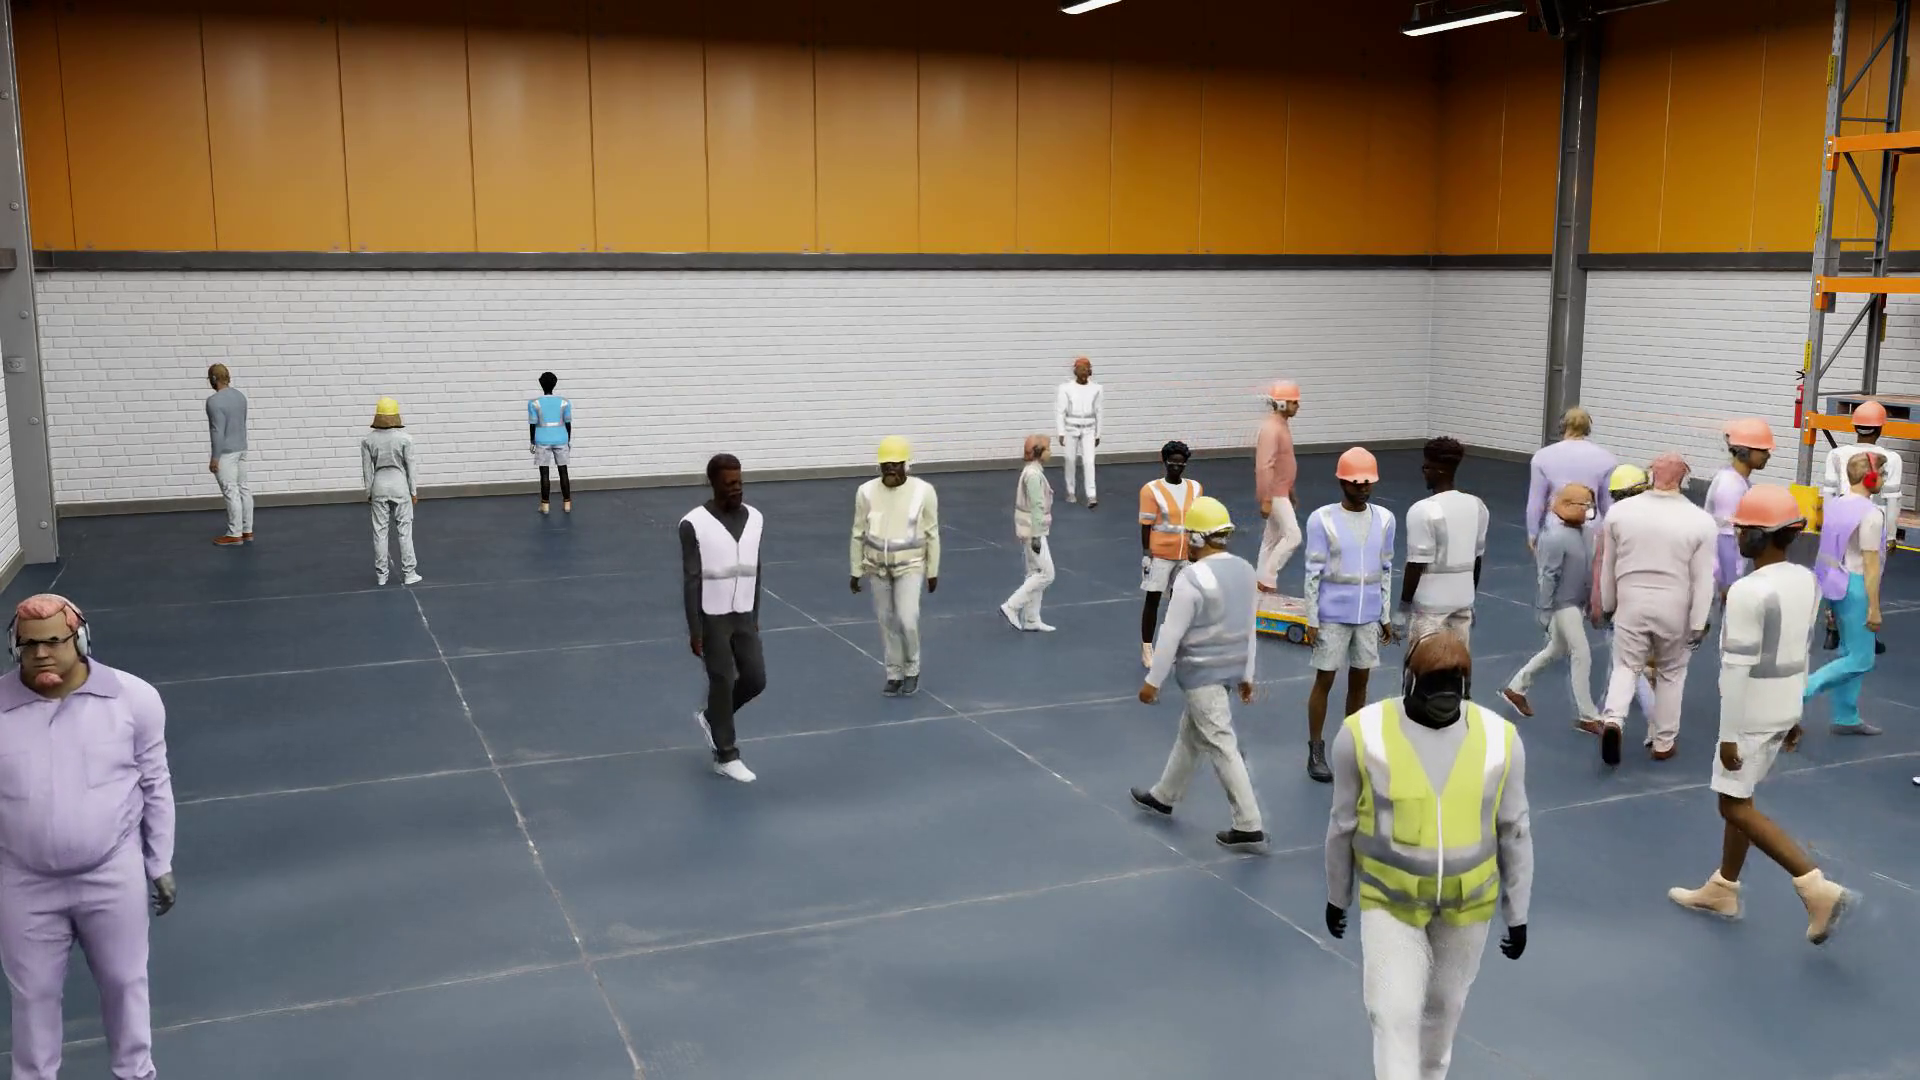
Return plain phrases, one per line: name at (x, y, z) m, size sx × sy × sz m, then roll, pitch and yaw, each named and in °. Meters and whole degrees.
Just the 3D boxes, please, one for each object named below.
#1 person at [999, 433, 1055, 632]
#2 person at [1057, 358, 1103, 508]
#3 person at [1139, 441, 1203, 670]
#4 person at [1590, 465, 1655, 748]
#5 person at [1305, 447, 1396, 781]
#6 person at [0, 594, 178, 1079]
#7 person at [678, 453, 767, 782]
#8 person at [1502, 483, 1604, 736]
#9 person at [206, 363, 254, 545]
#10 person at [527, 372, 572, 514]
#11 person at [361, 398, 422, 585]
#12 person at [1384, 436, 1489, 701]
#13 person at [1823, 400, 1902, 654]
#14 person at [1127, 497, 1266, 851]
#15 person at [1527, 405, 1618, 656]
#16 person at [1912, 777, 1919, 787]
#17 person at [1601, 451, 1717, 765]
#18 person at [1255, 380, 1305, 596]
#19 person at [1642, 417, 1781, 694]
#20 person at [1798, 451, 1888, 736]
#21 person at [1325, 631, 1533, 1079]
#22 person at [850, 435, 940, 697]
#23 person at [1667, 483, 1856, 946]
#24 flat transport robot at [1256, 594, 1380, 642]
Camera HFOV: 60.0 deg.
person at (0.585, -0.044, 13.342) m, size 0.398 × 1.622 × 0.540 m, roll 0°, pitch 9°, yaw 1°
person at (1.484, -1.320, 20.510) m, size 0.582 × 1.829 × 1.005 m, roll -1°, pitch 9°, yaw -5°
person at (1.551, 0.106, 12.237) m, size 0.536 × 1.695 × 0.321 m, roll -4°, pitch 10°, yaw -25°
person at (4.213, 0.396, 10.379) m, size 0.541 × 1.729 × 0.842 m, roll -3°, pitch 10°, yaw -20°
person at (2.251, 0.426, 9.569) m, size 0.548 × 1.936 × 0.378 m, roll -2°, pitch 10°, yaw -12°
person at (-2.946, 1.113, 5.507) m, size 0.652 × 1.906 × 0.403 m, roll -4°, pitch 10°, yaw -25°
person at (-1.383, 0.435, 9.623) m, size 0.512 × 1.902 × 0.596 m, roll 9°, pitch 13°, yaw 43°
person at (3.868, 0.412, 10.678) m, size 0.810 × 1.597 × 0.508 m, roll 9°, pitch 13°, yaw 44°
person at (-7.773, -0.907, 17.664) m, size 0.376 × 1.934 × 0.629 m, roll 1°, pitch 9°, yaw 5°
person at (-4.903, -1.162, 19.923) m, size 0.536 × 1.697 × 0.322 m, roll -4°, pitch 10°, yaw -25°
person at (-5.291, -0.452, 15.481) m, size 0.488 × 1.744 × 0.295 m, roll -1°, pitch 9°, yaw -6°
person at (2.818, 0.367, 9.868) m, size 0.684 × 1.962 × 0.370 m, roll -6°, pitch 11°, yaw -32°
person at (6.884, -0.094, 12.710) m, size 0.353 × 1.942 × 0.546 m, roll -9°, pitch 13°, yaw -43°
person at (1.239, 0.670, 8.562) m, size 0.936 × 1.782 × 0.604 m, roll 8°, pitch 12°, yaw 41°
person at (4.604, -0.055, 12.526) m, size 0.644 × 1.920 × 0.519 m, roll 2°, pitch 10°, yaw 11°
person at (5.938, 0.471, 9.476) m, size 0.971 × 1.888 × 0.598 m, roll -1°, pitch 9°, yaw -9°
person at (4.082, 0.418, 9.800) m, size 0.652 × 1.880 × 0.713 m, roll 6°, pitch 11°, yaw 33°
person at (2.781, -0.407, 14.516) m, size 0.464 × 1.977 × 0.621 m, roll 2°, pitch 10°, yaw 14°
person at (4.943, 0.172, 10.975) m, size 0.983 × 2.001 × 0.631 m, roll 6°, pitch 11°, yaw 31°
person at (5.491, 0.353, 10.355) m, size 0.629 × 1.824 × 0.581 m, roll 1°, pitch 9°, yaw 6°
person at (1.535, 1.182, 5.434) m, size 0.647 × 1.801 × 0.874 m, roll 1°, pitch 9°, yaw 4°
person at (-0.461, 0.190, 11.366) m, size 0.609 × 1.814 × 0.465 m, roll 3°, pitch 10°, yaw 16°
person at (3.560, 0.766, 7.272) m, size 0.611 × 2.022 × 0.800 m, roll -7°, pitch 11°, yaw -35°
flat transport robot at (2.598, 0.615, 13.466) m, size 1.431 × 0.197 × 0.652 m, roll 8°, pitch 12°, yaw 41°
